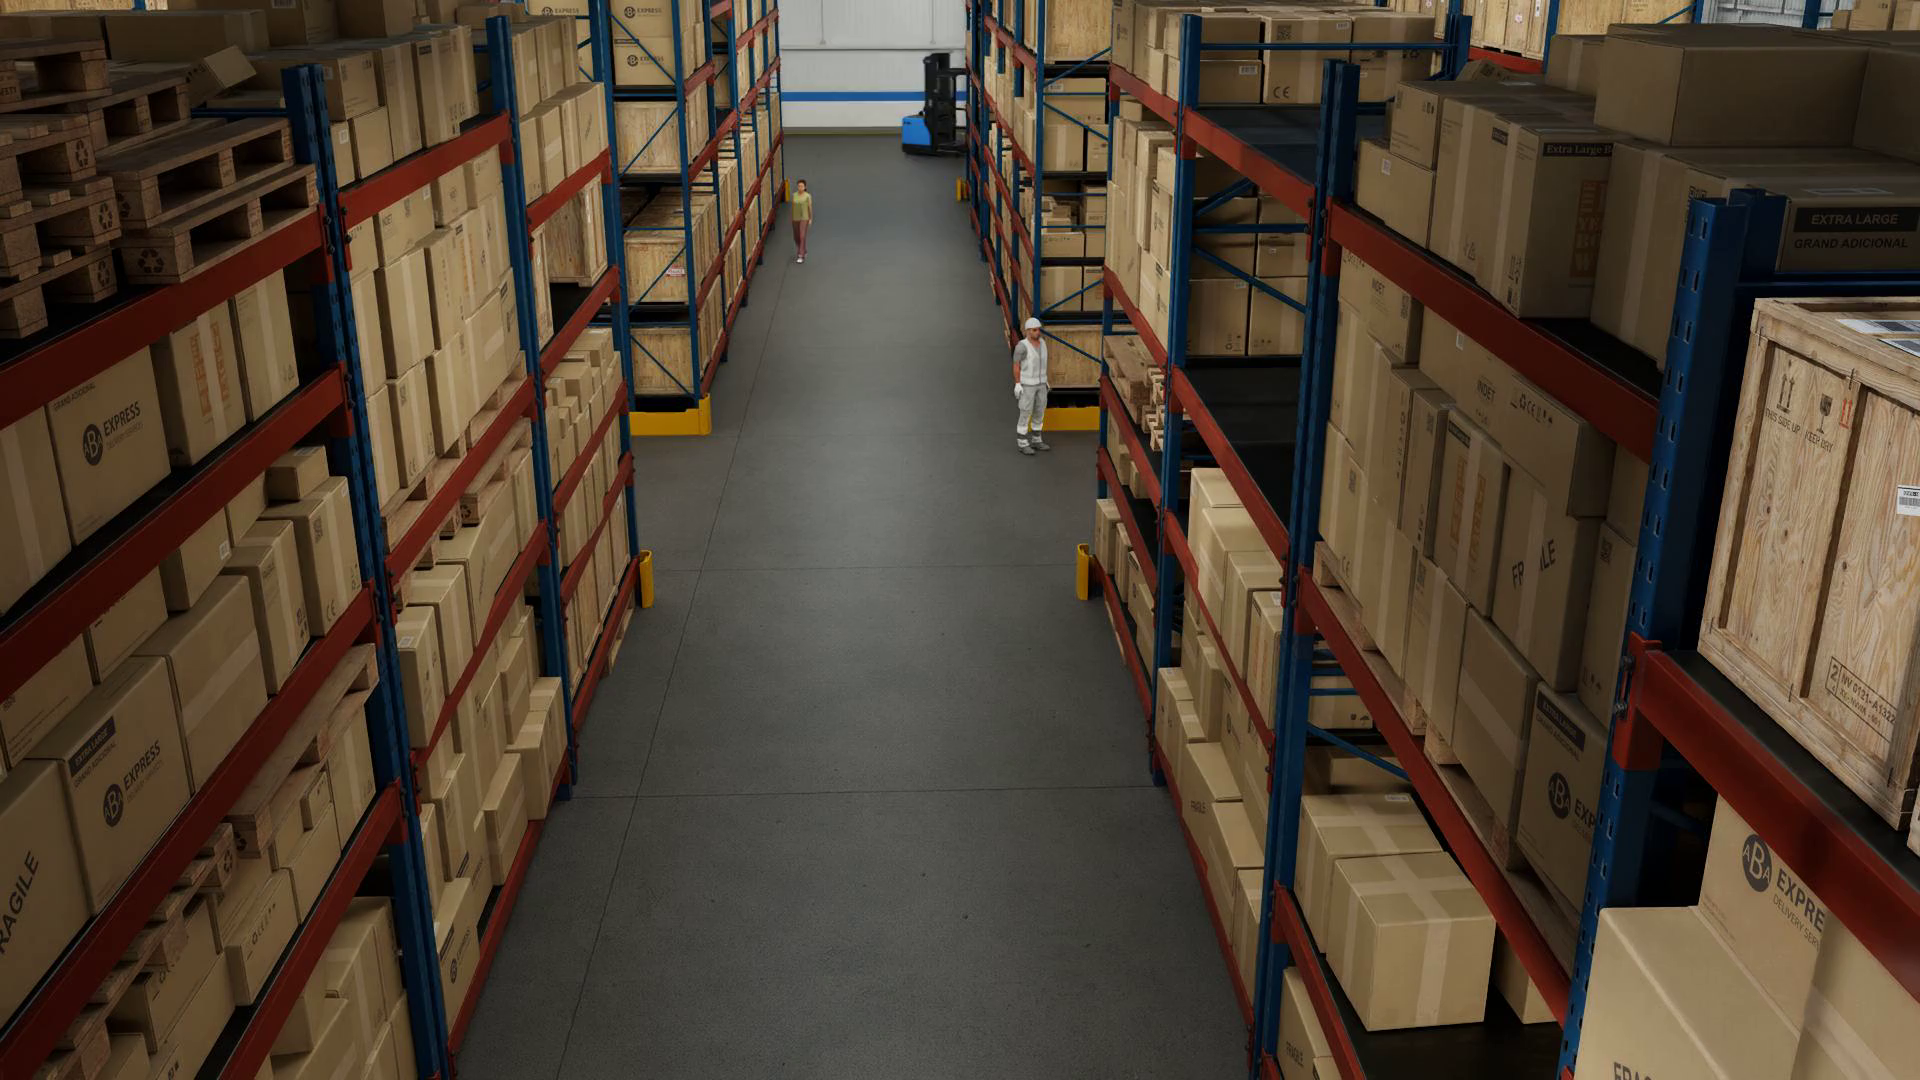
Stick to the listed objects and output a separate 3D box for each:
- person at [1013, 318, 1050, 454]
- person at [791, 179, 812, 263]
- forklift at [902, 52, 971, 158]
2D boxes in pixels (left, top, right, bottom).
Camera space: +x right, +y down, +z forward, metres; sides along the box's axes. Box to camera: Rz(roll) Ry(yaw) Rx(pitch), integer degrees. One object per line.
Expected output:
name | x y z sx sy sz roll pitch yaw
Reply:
person | 0.978 -2.041 21.927 0.543 1.795 0.367 -16 26 -36
person | -3.289 -6.577 34.260 0.459 1.682 0.700 5 21 13
forklift | -0.236 -12.967 49.584 3.031 2.941 1.121 12 24 30
